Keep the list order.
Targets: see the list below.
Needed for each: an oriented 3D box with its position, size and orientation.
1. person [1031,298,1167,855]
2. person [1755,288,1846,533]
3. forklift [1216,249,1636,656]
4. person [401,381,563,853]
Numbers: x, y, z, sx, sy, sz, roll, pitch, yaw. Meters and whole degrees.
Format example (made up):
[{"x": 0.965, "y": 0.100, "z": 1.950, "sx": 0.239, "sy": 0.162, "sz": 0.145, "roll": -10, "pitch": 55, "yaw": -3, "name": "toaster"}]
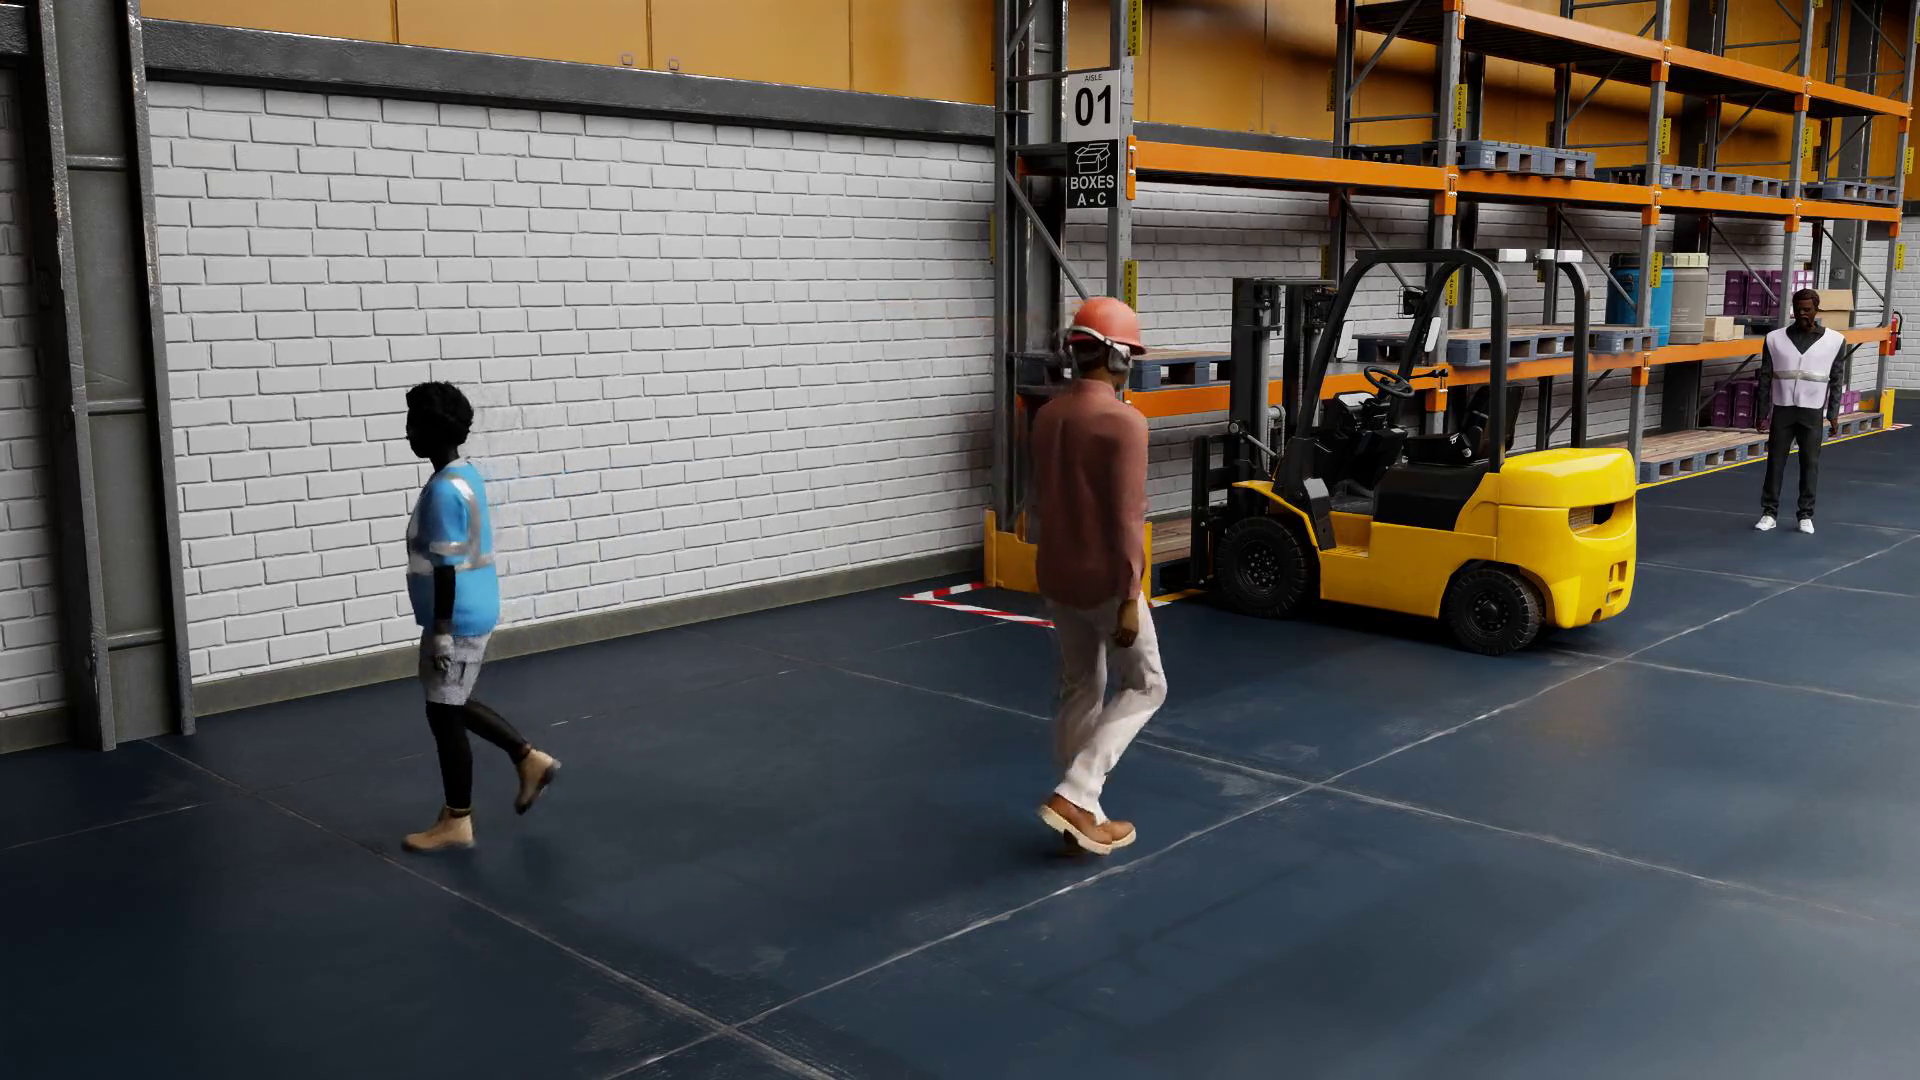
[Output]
[{"x": 0.485, "y": 0.143, "z": 5.831, "sx": 0.429, "sy": 1.966, "sz": 0.636, "roll": -6, "pitch": 11, "yaw": -32, "name": "person"}, {"x": 6.605, "y": -1.014, "z": 13.105, "sx": 0.597, "sy": 1.916, "sz": 0.371, "roll": 5, "pitch": 11, "yaw": 30, "name": "person"}, {"x": 2.710, "y": -0.584, "z": 9.626, "sx": 2.313, "sy": 2.155, "sz": 1.214, "roll": 9, "pitch": 13, "yaw": 43, "name": "forklift"}, {"x": -1.745, "y": 0.276, "z": 5.909, "sx": 0.470, "sy": 1.684, "sz": 0.542, "roll": -2, "pitch": 9, "yaw": -11, "name": "person"}]
